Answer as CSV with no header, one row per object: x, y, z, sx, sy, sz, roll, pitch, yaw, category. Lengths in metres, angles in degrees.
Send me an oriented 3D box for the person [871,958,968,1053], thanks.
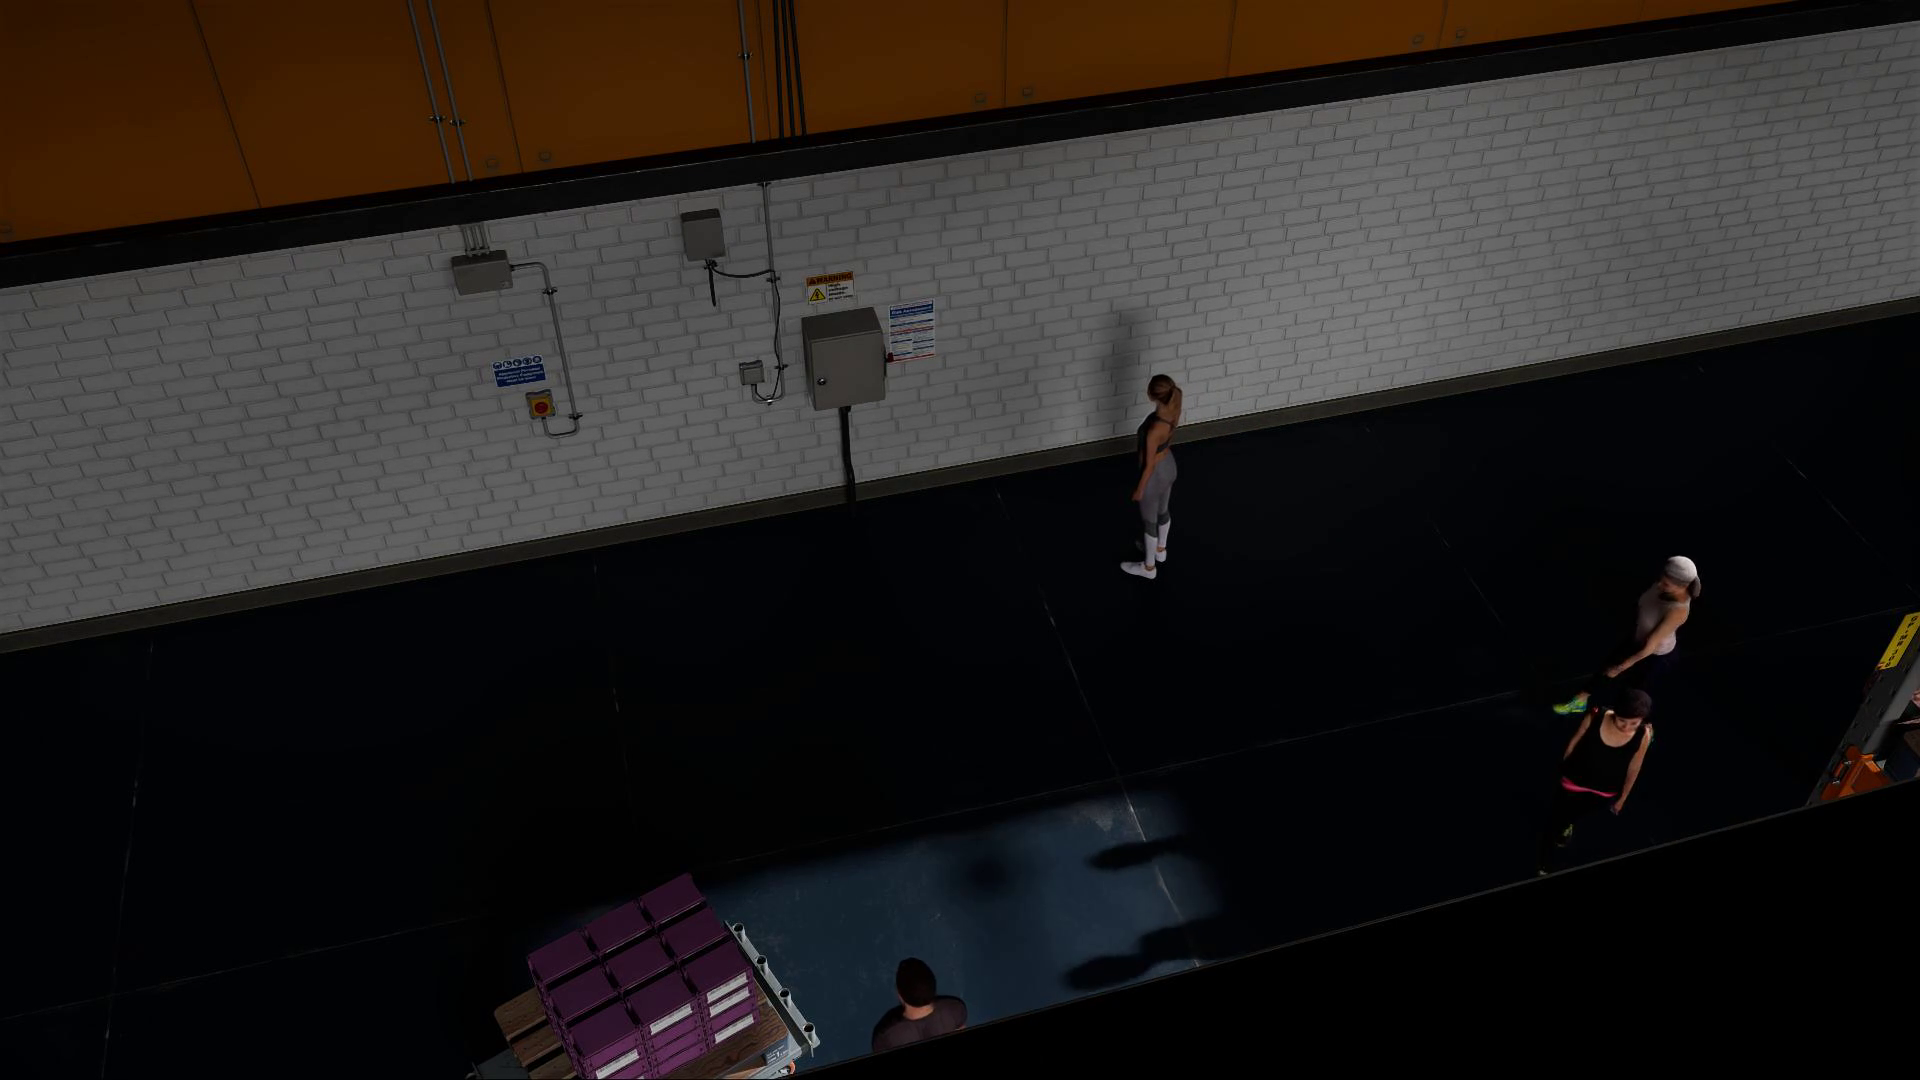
-0.195,2.595,8.020,0.701,1.852,0.612,-20,47,-19,person

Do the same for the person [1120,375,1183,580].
1.340,-0.438,11.309,0.701,1.707,0.644,23,48,22,person

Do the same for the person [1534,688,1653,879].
3.682,1.302,9.617,0.901,1.521,1.035,16,46,16,person

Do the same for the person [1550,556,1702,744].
4.281,0.721,10.124,0.930,1.664,0.945,12,45,13,person

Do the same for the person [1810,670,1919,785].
5.604,0.917,9.819,0.697,1.801,0.613,-6,44,-7,person
